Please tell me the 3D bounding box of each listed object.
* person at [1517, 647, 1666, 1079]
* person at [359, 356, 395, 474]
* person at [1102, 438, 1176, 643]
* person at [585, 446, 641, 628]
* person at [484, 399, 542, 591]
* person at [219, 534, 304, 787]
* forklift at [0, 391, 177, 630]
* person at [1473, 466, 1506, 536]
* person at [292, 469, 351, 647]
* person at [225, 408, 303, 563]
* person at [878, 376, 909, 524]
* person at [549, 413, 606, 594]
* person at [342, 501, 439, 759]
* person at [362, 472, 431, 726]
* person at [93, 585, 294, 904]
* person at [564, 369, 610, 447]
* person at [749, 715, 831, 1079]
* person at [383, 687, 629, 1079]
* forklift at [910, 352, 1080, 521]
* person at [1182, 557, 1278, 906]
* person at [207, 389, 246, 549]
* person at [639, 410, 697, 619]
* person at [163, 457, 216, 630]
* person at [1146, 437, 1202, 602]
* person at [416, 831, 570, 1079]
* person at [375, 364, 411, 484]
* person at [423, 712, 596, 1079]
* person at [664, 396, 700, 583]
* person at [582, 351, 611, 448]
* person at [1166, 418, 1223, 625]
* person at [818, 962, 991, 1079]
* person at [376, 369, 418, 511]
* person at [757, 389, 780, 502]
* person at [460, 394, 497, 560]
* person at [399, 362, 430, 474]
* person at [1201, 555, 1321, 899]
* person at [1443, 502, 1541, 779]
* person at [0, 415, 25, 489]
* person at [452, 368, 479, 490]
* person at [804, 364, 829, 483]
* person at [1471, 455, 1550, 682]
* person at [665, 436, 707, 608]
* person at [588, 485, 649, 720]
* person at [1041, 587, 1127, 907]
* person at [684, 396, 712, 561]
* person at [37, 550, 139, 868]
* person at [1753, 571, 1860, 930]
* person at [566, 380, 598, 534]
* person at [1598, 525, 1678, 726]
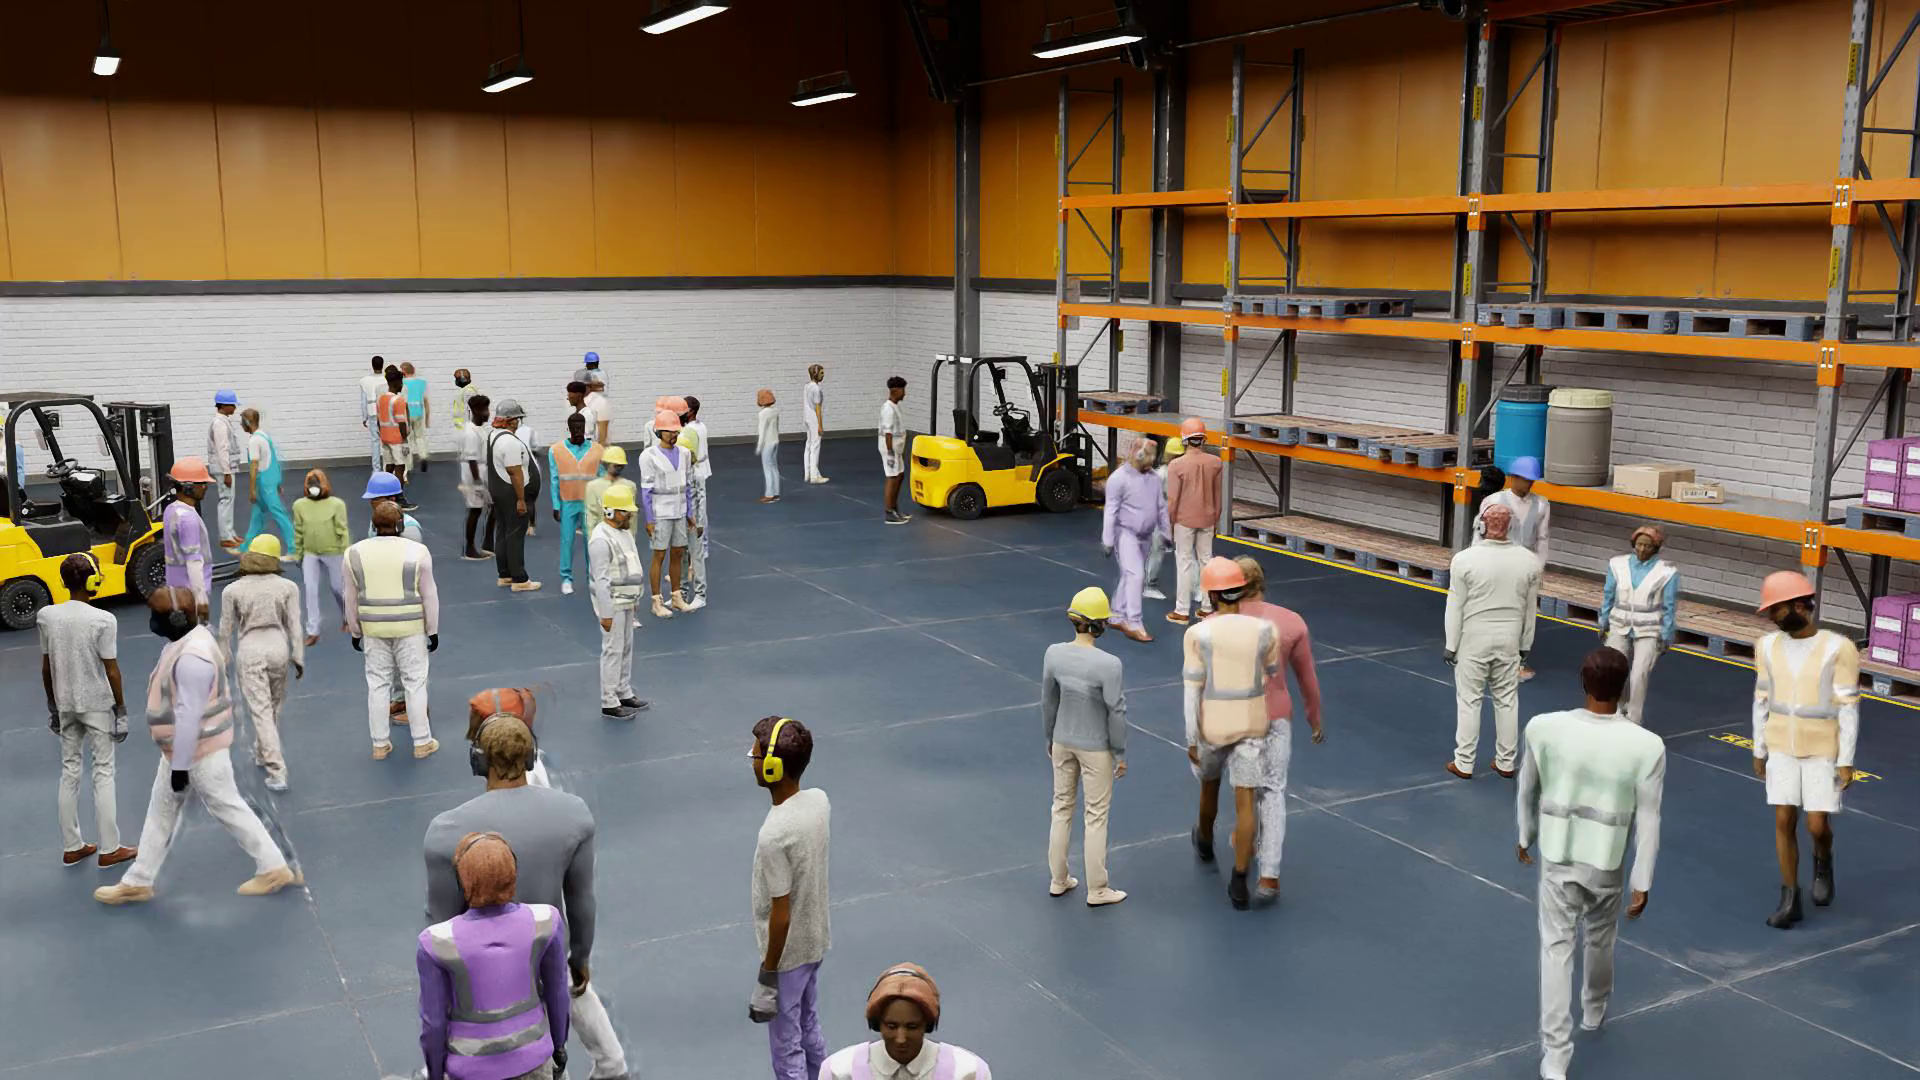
[{"bbox_3d":[2.775,1.390,7.377,0.597,1.871,0.994,4,11,20],"label":"person"},{"bbox_3d":[-9.297,-1.994,26.697,0.592,1.919,0.392,-4,11,-20],"label":"person"},{"bbox_3d":[1.676,-0.009,15.424,0.662,1.864,0.825,-10,14,-44],"label":"person"},{"bbox_3d":[-3.364,-0.052,16.076,0.521,1.725,0.826,-5,11,-25],"label":"person"},{"bbox_3d":[-4.732,-0.490,17.686,0.537,2.000,0.679,-7,12,-37],"label":"person"},{"bbox_3d":[-4.742,0.799,11.303,0.514,1.668,0.929,-7,12,-34],"label":"person"},{"bbox_3d":[-9.026,-0.363,16.508,1.214,2.155,2.313,6,11,29],"label":"forklift"},{"bbox_3d":[4.710,0.186,14.784,0.318,1.696,0.548,5,11,27],"label":"person"},{"bbox_3d":[-5.885,0.130,15.369,0.515,1.609,0.743,0,10,-3],"label":"person"},{"bbox_3d":[-8.090,-0.619,19.177,0.944,1.777,0.652,-2,10,-9],"label":"person"},{"bbox_3d":[-0.872,-1.185,21.954,0.400,1.960,0.639,1,10,5],"label":"person"},{"bbox_3d":[-4.011,-0.391,17.506,0.586,1.909,0.390,-4,11,-22],"label":"person"},{"bbox_3d":[-3.997,0.638,11.764,0.636,1.840,0.429,-1,10,-4],"label":"person"},{"bbox_3d":[-4.296,0.438,12.653,0.601,1.939,0.410,8,13,39],"label":"person"},{"bbox_3d":[-4.223,1.124,9.146,1.002,1.789,0.636,-6,11,-30],"label":"person"},{"bbox_3d":[-5.063,-1.308,22.392,0.707,2.000,0.536,5,11,26],"label":"person"},{"bbox_3d":[-0.659,1.575,6.290,0.323,1.871,0.528,3,10,15],"label":"person"},{"bbox_3d":[-1.864,1.505,6.851,1.030,1.820,0.579,-3,10,-19],"label":"person"},{"bbox_3d":[0.460,-1.461,22.833,2.313,2.155,1.214,-5,11,-28],"label":"forklift"},{"bbox_3d":[1.510,1.023,9.403,0.561,1.877,1.005,0,10,1],"label":"person"},{"bbox_3d":[-8.855,-0.854,20.093,0.416,1.938,0.614,-4,11,-21],"label":"person"},{"bbox_3d":[-2.849,-0.260,16.357,0.375,2.044,0.607,8,13,38],"label":"person"},{"bbox_3d":[-5.846,0.375,12.723,0.396,2.034,0.607,-7,12,-34],"label":"person"},{"bbox_3d":[2.227,-0.191,16.954,0.504,1.694,0.863,-7,12,-33],"label":"person"},{"bbox_3d":[-1.579,1.793,5.695,0.511,1.641,0.307,-6,11,-30],"label":"person"},{"bbox_3d":[-8.722,-1.773,25.607,0.510,1.860,0.333,-4,11,-24],"label":"person"},{"bbox_3d":[-1.636,1.579,6.109,0.635,1.928,0.381,-7,12,-36],"label":"person"},{"bbox_3d":[-3.023,-0.537,17.994,0.397,2.039,0.610,2,10,13],"label":"person"},{"bbox_3d":[-6.021,-2.148,27.531,0.416,1.939,0.605,3,10,18],"label":"person"},{"bbox_3d":[2.239,-0.181,16.032,0.611,1.996,0.378,-4,11,-22],"label":"person"},{"bbox_3d":[-0.153,1.969,4.720,0.513,1.630,0.318,0,10,1],"label":"person"},{"bbox_3d":[-7.829,-1.387,23.065,0.613,1.962,0.367,8,13,40],"label":"person"},{"bbox_3d":[-2.750,-1.351,23.814,0.283,1.632,0.504,3,10,19],"label":"person"},{"bbox_3d":[-5.506,-0.719,19.271,0.620,1.942,0.650,0,10,-3],"label":"person"},{"bbox_3d":[-8.835,-1.957,26.753,0.574,1.822,0.423,-7,12,-35],"label":"person"},{"bbox_3d":[1.694,1.032,9.421,0.730,1.879,1.040,0,10,1],"label":"person"},{"bbox_3d":[3.594,0.687,11.336,0.637,1.900,0.400,-2,10,-10],"label":"person"},{"bbox_3d":[-10.718,-0.534,18.538,0.591,1.833,0.403,2,10,10],"label":"person"},{"bbox_3d":[-7.443,-1.676,25.129,0.429,1.830,0.638,-3,10,-18],"label":"person"},{"bbox_3d":[-2.256,-1.807,25.829,0.328,1.844,0.511,-5,11,-24],"label":"person"},{"bbox_3d":[4.640,0.207,14.128,0.611,1.900,0.934,-2,10,-10],"label":"person"},{"bbox_3d":[-2.772,-0.175,16.727,0.492,1.742,0.318,7,12,34],"label":"person"},{"bbox_3d":[-2.634,0.472,12.792,0.403,1.820,0.602,1,10,7],"label":"person"},{"bbox_3d":[0.695,1.129,9.156,0.535,1.767,0.316,8,13,39],"label":"person"},{"bbox_3d":[-3.085,-0.710,19.294,0.380,1.921,0.596,1,10,5],"label":"person"},{"bbox_3d":[-5.089,0.991,9.696,0.512,1.859,0.325,1,10,7],"label":"person"},{"bbox_3d":[4.490,1.116,8.884,0.547,1.887,0.594,-8,13,-40],"label":"person"},{"bbox_3d":[-4.801,-1.057,21.208,0.375,1.957,0.601,-5,11,-25],"label":"person"},{"bbox_3d":[4.920,0.682,12.116,0.532,1.619,0.364,8,12,37],"label":"person"}]
